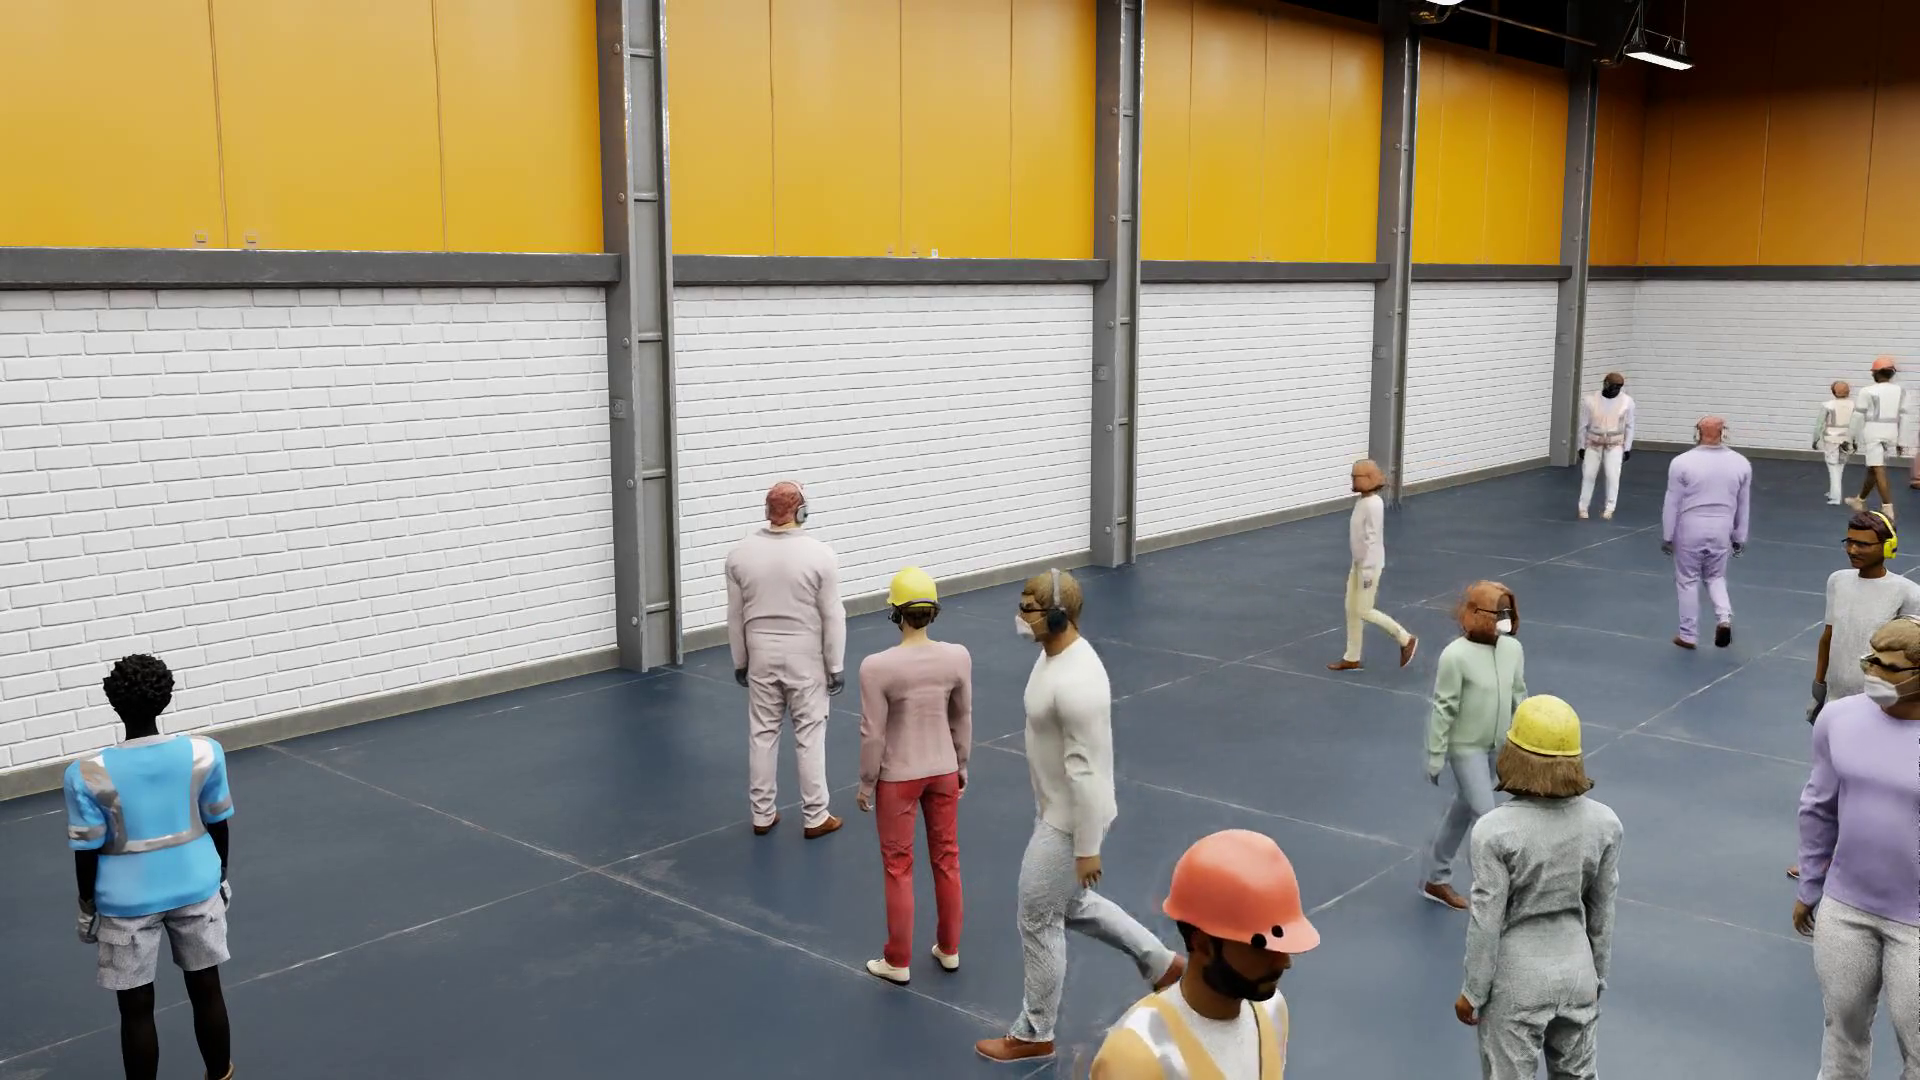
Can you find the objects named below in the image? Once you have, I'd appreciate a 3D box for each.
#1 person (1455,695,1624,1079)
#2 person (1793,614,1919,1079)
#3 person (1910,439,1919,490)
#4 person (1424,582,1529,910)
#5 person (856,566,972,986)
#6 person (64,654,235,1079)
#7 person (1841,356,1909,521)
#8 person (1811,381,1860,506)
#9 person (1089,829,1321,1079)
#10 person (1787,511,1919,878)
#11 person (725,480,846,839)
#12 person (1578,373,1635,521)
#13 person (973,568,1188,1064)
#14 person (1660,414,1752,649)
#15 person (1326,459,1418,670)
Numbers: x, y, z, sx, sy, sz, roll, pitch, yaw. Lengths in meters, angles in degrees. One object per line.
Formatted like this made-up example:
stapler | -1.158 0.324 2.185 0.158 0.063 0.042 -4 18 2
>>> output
person | 1.722 1.319 5.004 0.484 1.745 0.296 -2 9 -13
person | 2.952 1.181 5.265 0.353 1.936 0.633 -6 11 -32
person | 13.396 -1.538 22.680 0.656 1.832 1.001 -2 9 -13
person | 2.432 0.983 7.560 0.523 1.585 0.825 -6 11 -33
person | -0.194 0.988 7.019 0.532 1.768 0.311 -5 10 -29
person | -2.767 1.227 5.729 0.532 1.697 0.319 -8 12 -40
person | 11.223 -1.255 20.402 0.636 1.989 1.039 -1 9 -8
person | 11.380 -1.266 21.685 0.520 1.604 0.795 0 9 0
person | 0.437 1.492 3.358 0.574 1.922 0.571 9 13 44
person | 4.331 0.780 8.009 0.312 1.866 0.538 -4 10 -26
person | -0.901 0.631 8.821 0.651 1.904 0.403 2 9 15
person | 7.824 -1.121 20.172 0.632 1.809 0.527 4 10 23
person | 0.487 1.040 6.275 0.802 1.913 0.641 0 9 -3
person | 5.881 -0.050 13.150 0.645 1.892 0.463 0 9 0
person | 3.092 0.200 12.409 0.578 1.619 0.505 0 9 -2
